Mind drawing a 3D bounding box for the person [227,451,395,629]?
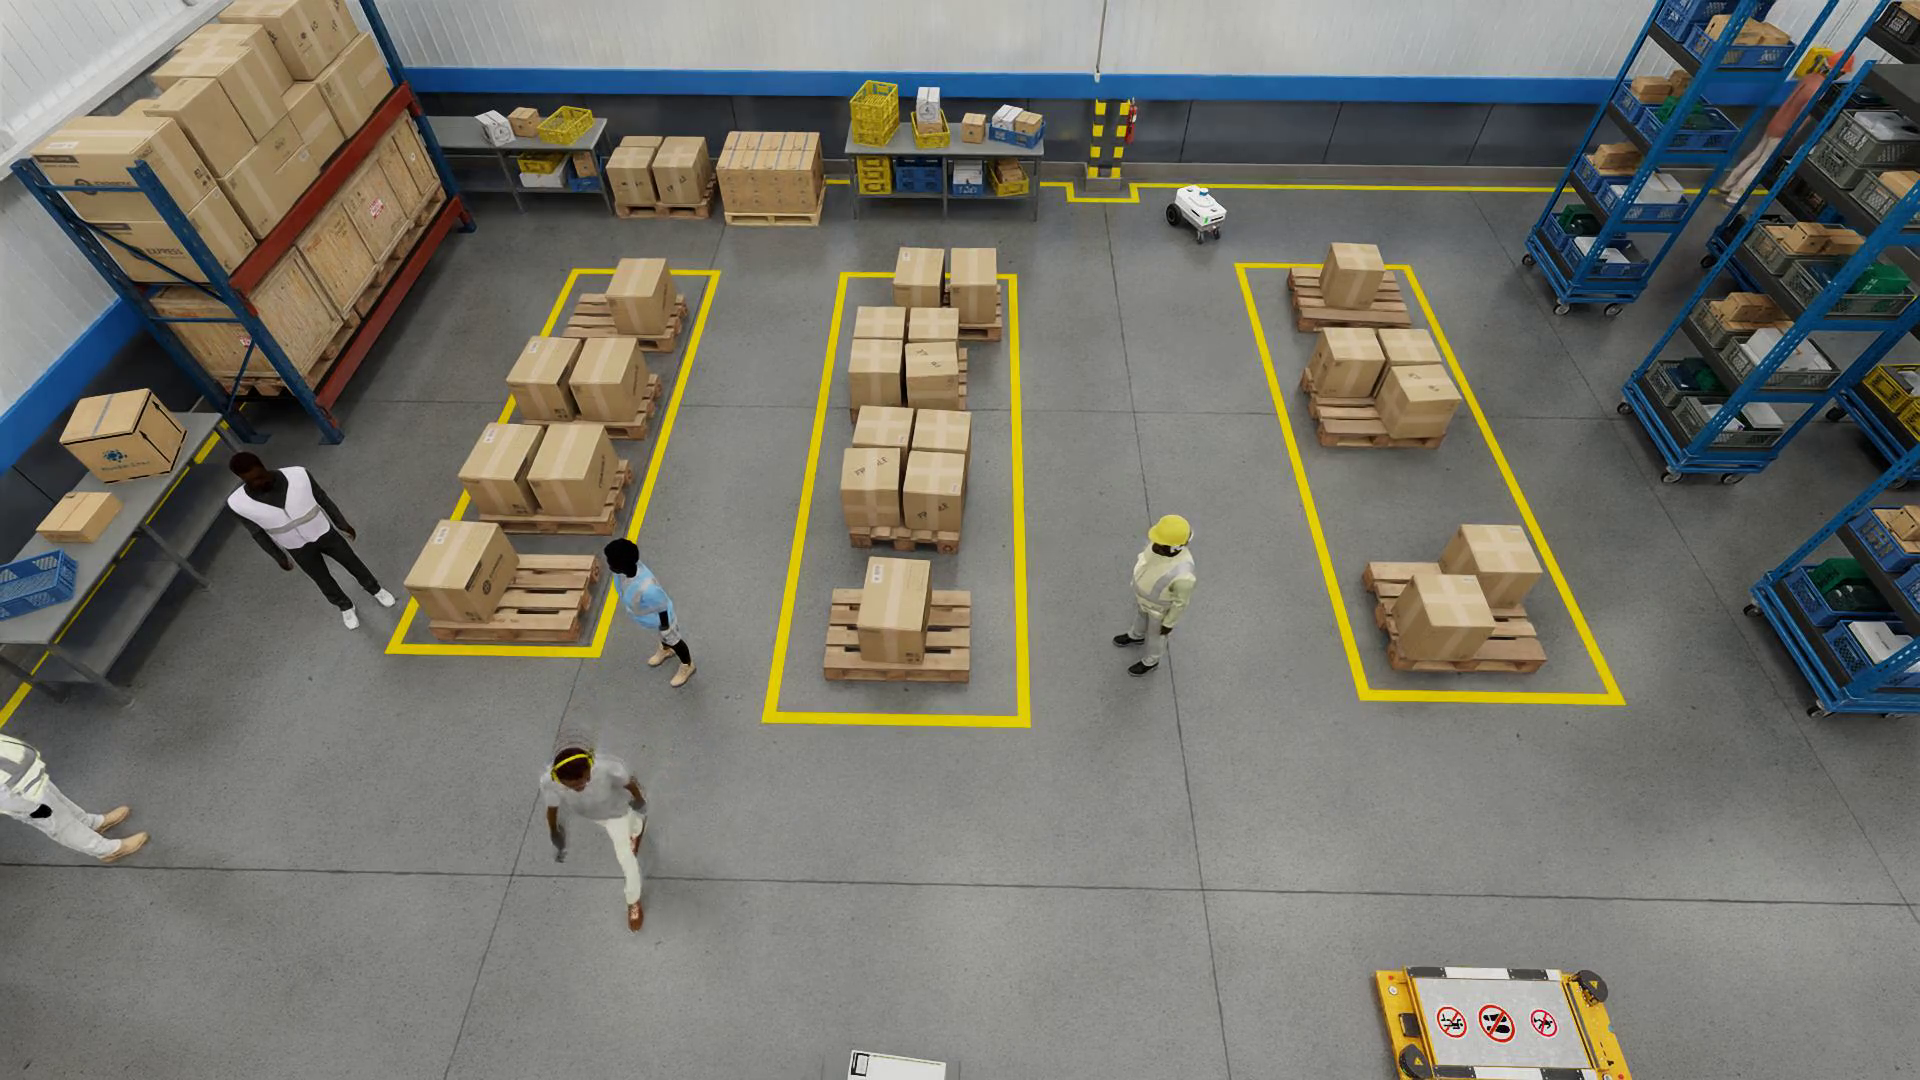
[{"bbox_3d":[-5.282,-0.023,7.431,0.383,1.918,0.597,38,60,26],"label":"person"}]

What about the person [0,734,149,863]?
[{"bbox_3d":[-6.301,1.629,6.133,0.621,1.845,0.430,35,59,25],"label":"person"}]

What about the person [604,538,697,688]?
[{"bbox_3d":[-2.401,0.556,7.100,0.530,1.697,0.322,38,60,27],"label":"person"}]

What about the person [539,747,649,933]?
[{"bbox_3d":[-2.352,1.883,5.941,0.578,1.820,0.917,-1,51,-1],"label":"person"}]

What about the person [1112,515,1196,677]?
[{"bbox_3d":[1.519,0.430,7.116,0.404,1.834,0.591,-11,52,-9],"label":"person"}]

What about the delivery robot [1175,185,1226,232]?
[{"bbox_3d":[3.064,-4.241,11.685,0.477,0.478,0.707,-20,54,-16],"label":"delivery robot"}]

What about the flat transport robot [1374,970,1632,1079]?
[{"bbox_3d":[3.501,3.133,5.914,1.431,0.197,0.652,1,51,1],"label":"flat transport robot"}]

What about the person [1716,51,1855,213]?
[{"bbox_3d":[10.431,-5.147,11.577,0.418,1.980,0.623,15,52,12],"label":"person"}]
